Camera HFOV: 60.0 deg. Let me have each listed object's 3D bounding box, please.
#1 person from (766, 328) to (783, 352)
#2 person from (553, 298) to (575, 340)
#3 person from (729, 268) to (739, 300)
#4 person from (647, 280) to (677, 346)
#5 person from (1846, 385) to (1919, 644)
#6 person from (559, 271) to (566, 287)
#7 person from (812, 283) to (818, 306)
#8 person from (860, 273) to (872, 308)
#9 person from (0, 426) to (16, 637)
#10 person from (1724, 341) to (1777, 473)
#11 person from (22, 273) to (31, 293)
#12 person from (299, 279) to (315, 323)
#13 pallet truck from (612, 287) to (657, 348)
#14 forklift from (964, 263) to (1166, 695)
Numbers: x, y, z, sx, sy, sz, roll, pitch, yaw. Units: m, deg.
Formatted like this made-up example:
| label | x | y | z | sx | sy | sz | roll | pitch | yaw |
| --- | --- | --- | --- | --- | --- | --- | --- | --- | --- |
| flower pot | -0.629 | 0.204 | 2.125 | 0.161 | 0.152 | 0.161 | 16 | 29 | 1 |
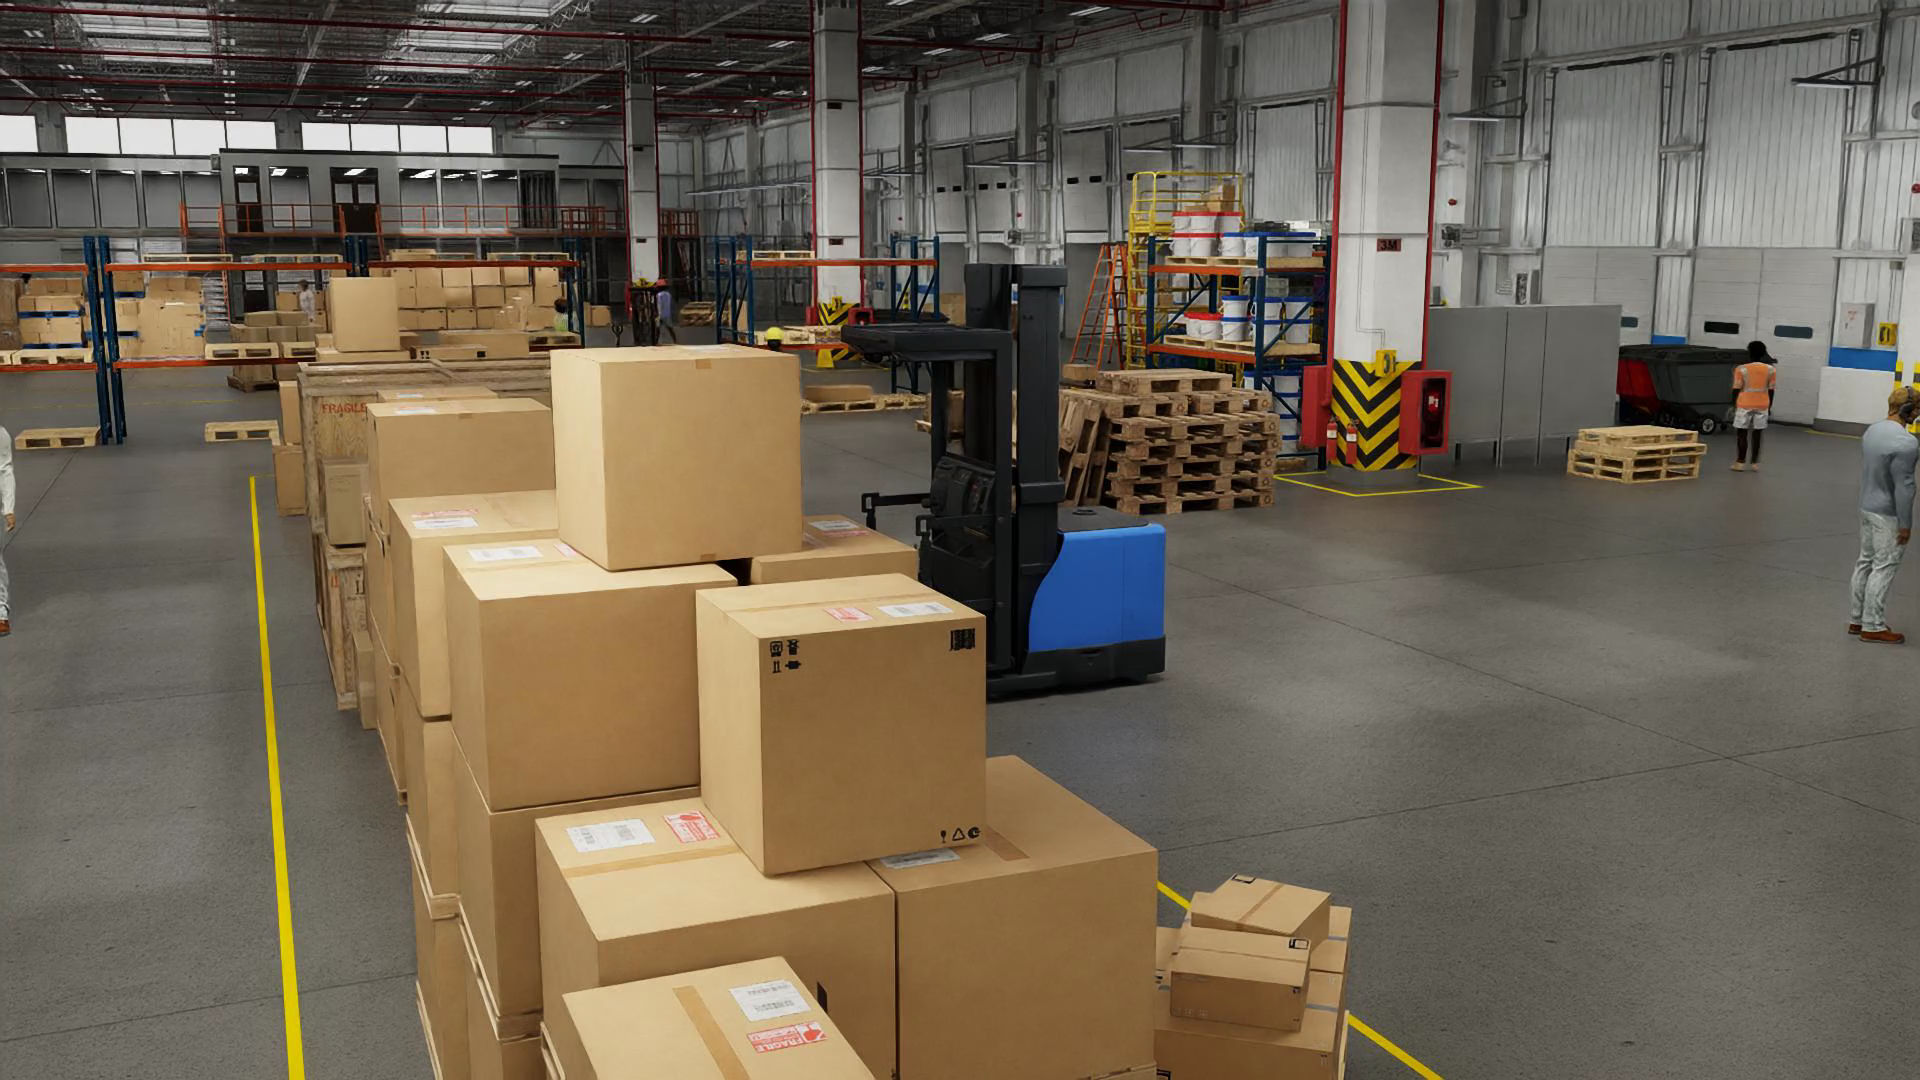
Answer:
| label | x | y | z | sx | sy | sz | roll | pitch | yaw |
| --- | --- | --- | --- | --- | --- | --- | --- | --- | --- |
| person | -2.343 | -1.701 | 20.816 | 0.599 | 1.881 | 0.926 | -3 | 11 | -17 |
| person | -7.807 | -3.851 | 32.830 | 0.444 | 1.821 | 0.646 | -8 | 13 | -39 |
| person | -8.545 | -9.385 | 63.005 | 0.559 | 1.933 | 0.631 | 4 | 11 | 23 |
| person | -8.000 | -6.055 | 44.804 | 0.985 | 1.883 | 0.568 | 6 | 12 | 28 |
| person | 6.873 | -0.184 | 12.339 | 0.375 | 1.929 | 0.637 | 1 | 10 | 4 |
| person | -13.697 | -8.324 | 57.307 | 0.582 | 1.882 | 0.338 | 7 | 12 | 34 |
| person | -3.507 | -5.695 | 42.778 | 0.608 | 1.900 | 0.687 | 2 | 10 | 9 |
| person | -3.398 | -8.425 | 58.014 | 0.656 | 1.829 | 0.449 | 0 | 10 | 1 |
| person | -7.436 | -0.218 | 12.485 | 0.635 | 1.937 | 0.352 | -3 | 11 | -16 |
| person | 10.158 | -1.706 | 21.359 | 0.579 | 1.703 | 0.343 | 1 | 10 | 3 |
| person | -29.539 | -7.496 | 52.657 | 0.617 | 1.923 | 0.981 | 3 | 11 | 16 |
| person | -17.027 | -5.827 | 43.413 | 0.374 | 1.934 | 0.629 | -9 | 14 | -42 |
| pallet truck | -6.464 | -4.406 | 35.401 | 0.823 | 1.965 | 1.885 | 6 | 12 | 32 |
| forklift | 0.363 | -0.447 | 11.149 | 1.873 | 2.768 | 1.129 | -4 | 11 | -23 |
